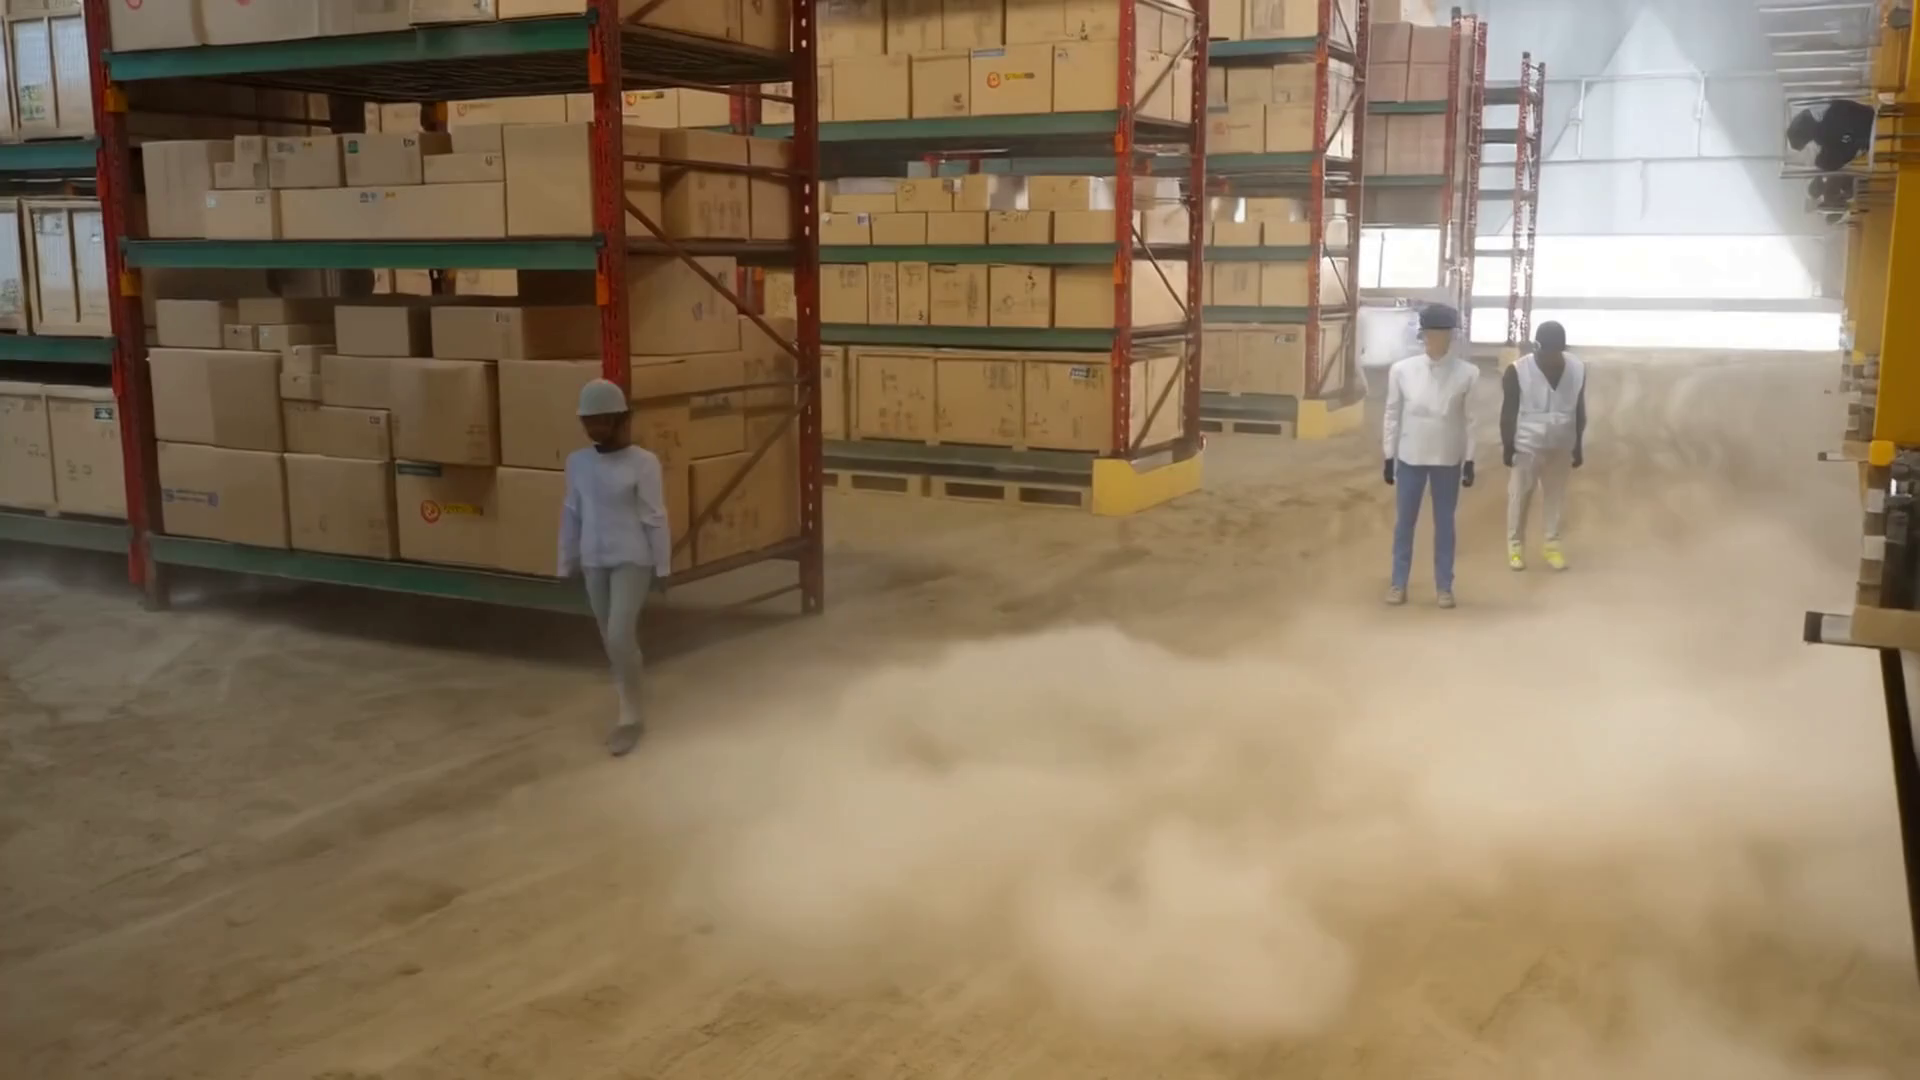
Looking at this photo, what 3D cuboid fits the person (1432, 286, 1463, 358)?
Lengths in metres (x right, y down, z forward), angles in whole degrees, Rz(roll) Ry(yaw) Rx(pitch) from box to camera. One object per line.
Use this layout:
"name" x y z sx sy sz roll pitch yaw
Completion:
"person" 6.493 -2.508 22.647 0.647 1.893 1.011 5 11 26

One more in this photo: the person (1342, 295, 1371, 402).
"person" 6.079 -3.015 26.064 0.871 1.704 0.598 5 11 27

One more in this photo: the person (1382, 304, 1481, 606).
"person" 3.107 -0.555 11.009 0.622 1.997 0.372 3 10 14

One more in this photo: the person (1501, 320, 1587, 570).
"person" 4.300 -0.690 12.250 0.625 1.844 0.429 0 10 -2

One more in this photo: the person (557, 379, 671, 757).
"person" -1.646 0.130 7.743 0.553 1.748 0.599 4 11 23

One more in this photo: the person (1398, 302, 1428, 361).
"person" 5.871 -2.178 21.257 0.493 1.708 0.855 5 11 27
